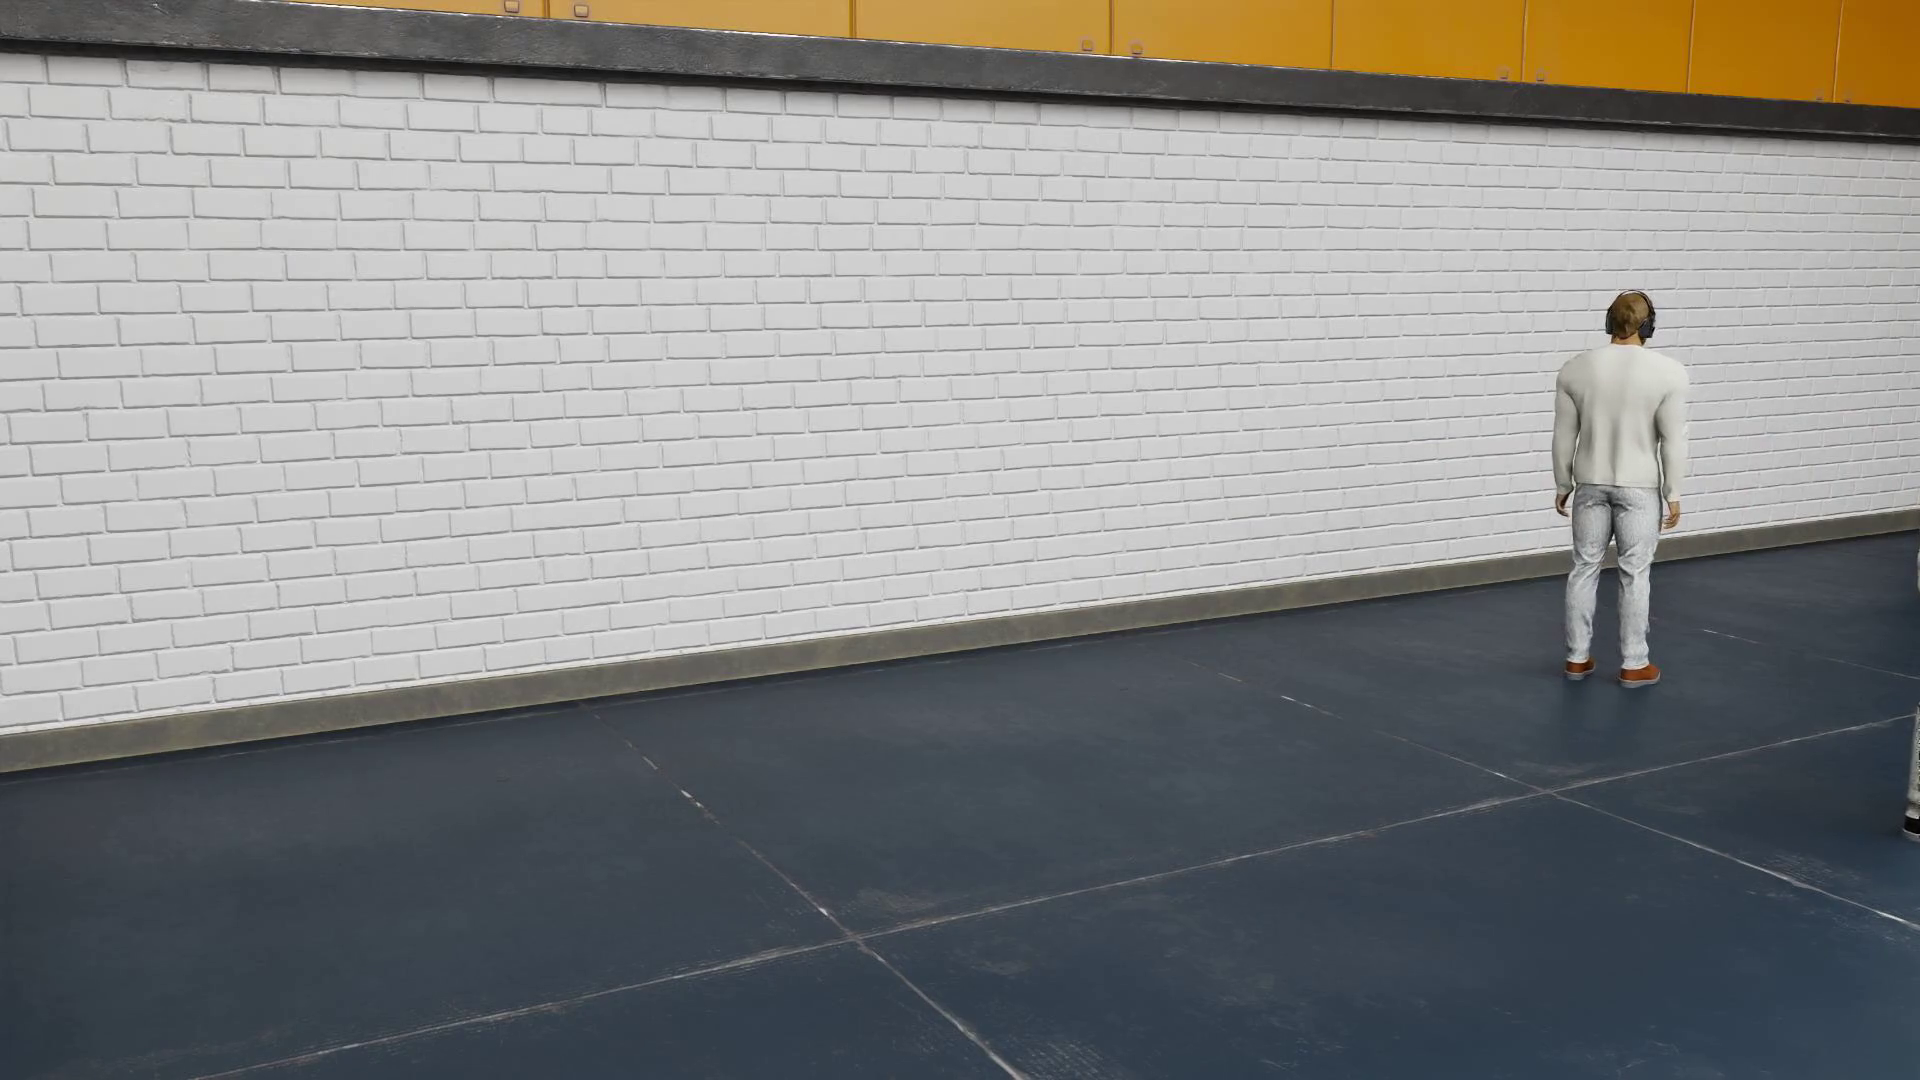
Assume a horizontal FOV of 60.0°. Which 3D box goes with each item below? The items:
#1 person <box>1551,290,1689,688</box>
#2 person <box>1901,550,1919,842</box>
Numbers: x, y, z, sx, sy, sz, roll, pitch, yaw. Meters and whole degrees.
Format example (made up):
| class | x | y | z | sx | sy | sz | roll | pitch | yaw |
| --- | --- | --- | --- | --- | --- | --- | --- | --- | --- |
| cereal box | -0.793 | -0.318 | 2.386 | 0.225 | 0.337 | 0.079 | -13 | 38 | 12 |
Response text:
| class | x | y | z | sx | sy | sz | roll | pitch | yaw |
| --- | --- | --- | --- | --- | --- | --- | --- | --- | --- |
| person | 3.225 | -0.248 | 8.163 | 0.635 | 1.937 | 0.353 | 8 | 13 | 38 |
| person | 3.666 | 0.194 | 5.964 | 0.403 | 1.824 | 0.599 | 9 | 14 | 43 |
